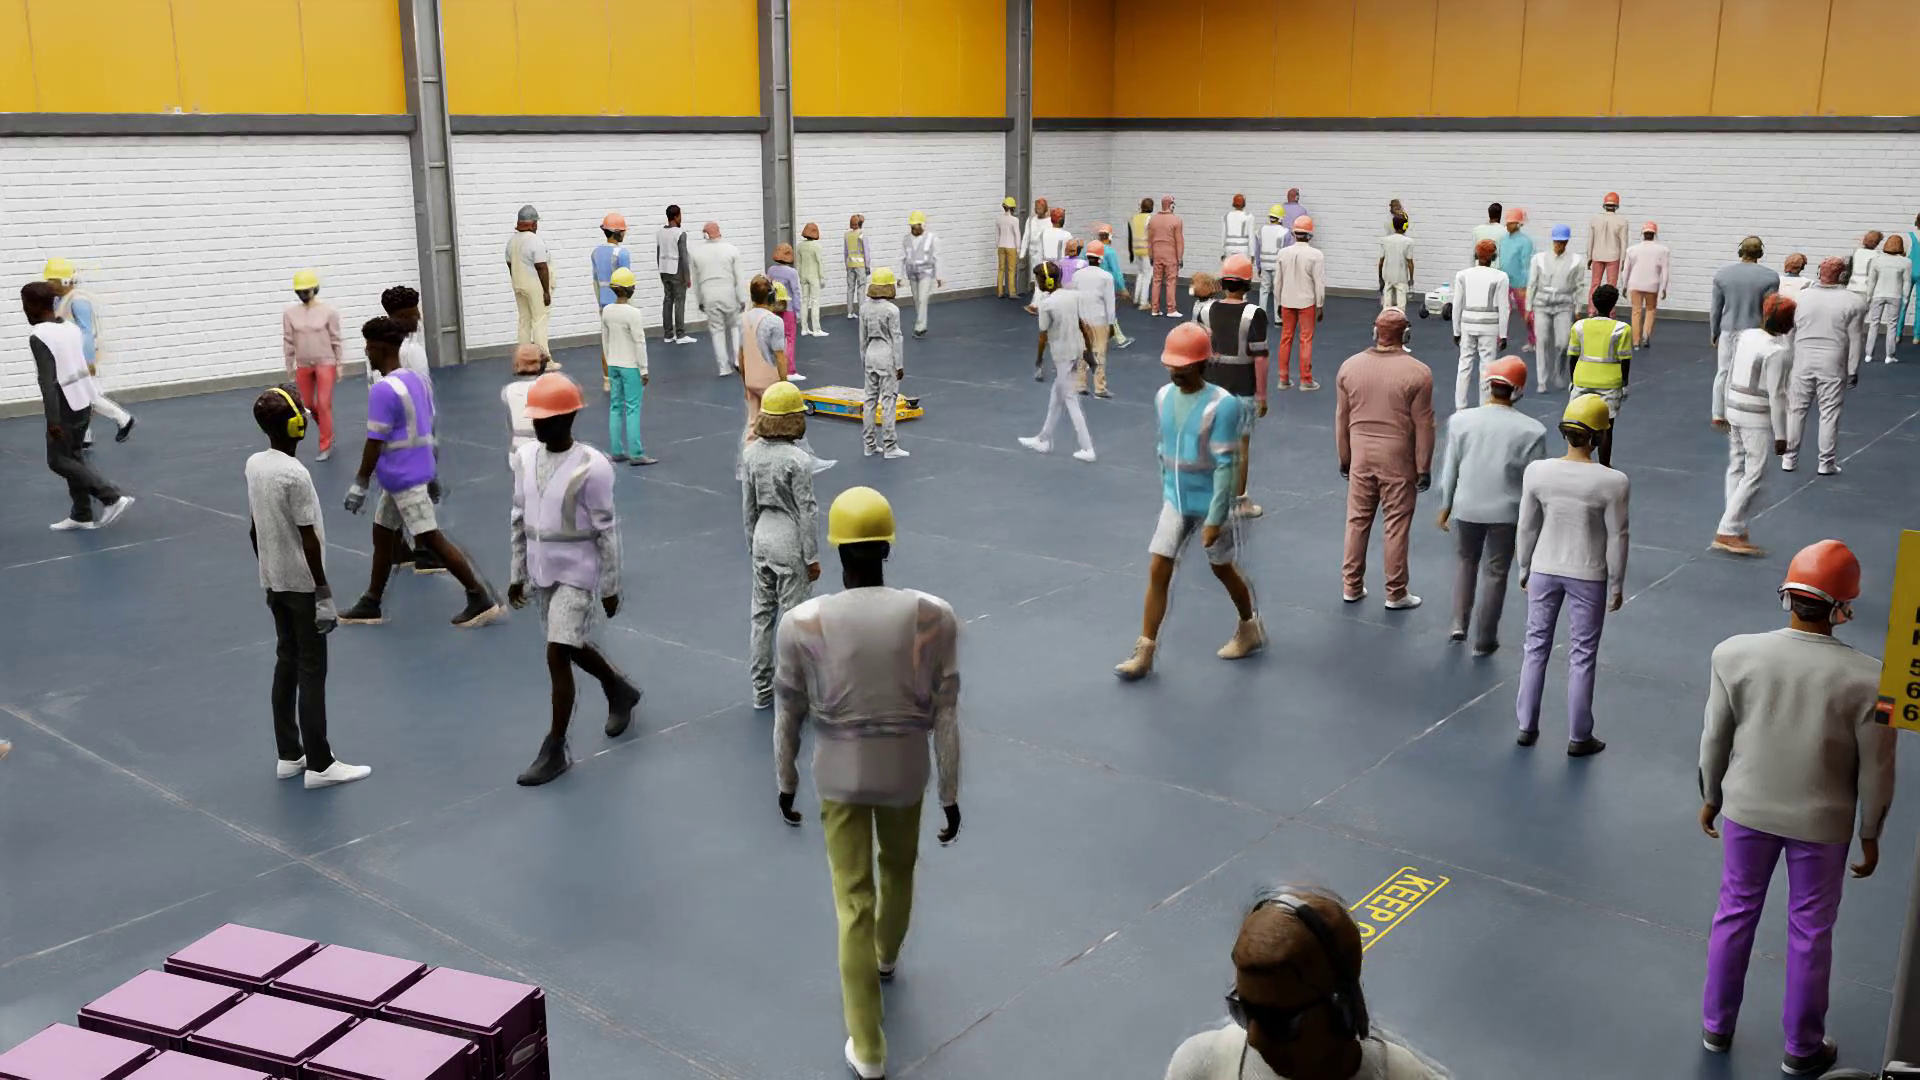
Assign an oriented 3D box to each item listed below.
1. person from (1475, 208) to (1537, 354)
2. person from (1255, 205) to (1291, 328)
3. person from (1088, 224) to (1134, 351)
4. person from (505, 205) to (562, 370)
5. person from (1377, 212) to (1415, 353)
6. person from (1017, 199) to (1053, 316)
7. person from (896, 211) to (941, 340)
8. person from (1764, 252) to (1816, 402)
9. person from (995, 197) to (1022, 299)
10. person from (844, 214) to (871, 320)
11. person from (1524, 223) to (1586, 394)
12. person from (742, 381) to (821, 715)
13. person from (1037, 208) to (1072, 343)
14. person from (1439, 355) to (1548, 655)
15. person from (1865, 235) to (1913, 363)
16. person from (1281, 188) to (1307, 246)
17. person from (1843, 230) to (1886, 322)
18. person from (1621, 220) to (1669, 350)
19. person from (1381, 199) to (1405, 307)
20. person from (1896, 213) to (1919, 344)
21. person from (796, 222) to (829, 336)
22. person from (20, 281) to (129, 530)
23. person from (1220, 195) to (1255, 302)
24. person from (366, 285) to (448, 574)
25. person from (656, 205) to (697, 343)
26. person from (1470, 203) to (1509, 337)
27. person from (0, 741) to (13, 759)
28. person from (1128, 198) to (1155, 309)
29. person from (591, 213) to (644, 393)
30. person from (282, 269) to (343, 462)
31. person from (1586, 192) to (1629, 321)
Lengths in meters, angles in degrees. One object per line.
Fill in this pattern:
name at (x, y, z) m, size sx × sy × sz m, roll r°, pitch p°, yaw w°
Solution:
person at (7.398, -3.440, 22.141) m, size 1.070 × 1.943 × 0.622 m, roll -7°, pitch 16°, yaw -25°
person at (4.738, -4.119, 25.056) m, size 0.599 × 1.832 × 0.404 m, roll 11°, pitch 18°, yaw 38°
person at (1.987, -3.406, 22.479) m, size 0.891 × 1.686 × 0.592 m, roll -6°, pitch 15°, yaw -23°
person at (-5.286, -3.140, 20.721) m, size 0.688 × 2.000 × 0.538 m, roll 11°, pitch 18°, yaw 38°
person at (5.824, -3.427, 22.225) m, size 0.549 × 1.868 × 0.307 m, roll 11°, pitch 18°, yaw 38°
person at (1.235, -4.521, 26.648) m, size 0.577 × 1.833 × 0.970 m, roll 10°, pitch 17°, yaw 35°
person at (-0.628, -3.761, 23.688) m, size 0.618 × 1.795 × 0.855 m, roll 7°, pitch 16°, yaw 25°
person at (9.122, -2.336, 18.322) m, size 0.521 × 1.640 × 0.306 m, roll 11°, pitch 18°, yaw 38°
person at (0.853, -5.102, 29.120) m, size 0.532 × 1.768 × 0.311 m, roll 11°, pitch 18°, yaw 38°
person at (-1.607, -4.273, 26.063) m, size 0.521 × 1.640 × 0.306 m, roll 11°, pitch 18°, yaw 38°
person at (6.719, -2.615, 18.846) m, size 0.627 × 1.934 × 0.432 m, roll 6°, pitch 15°, yaw 22°
person at (-0.900, 0.048, 8.584) m, size 0.492 × 1.744 × 0.295 m, roll 11°, pitch 18°, yaw 38°
person at (1.345, -3.663, 23.131) m, size 0.583 × 1.882 × 0.350 m, roll 11°, pitch 18°, yaw 38°
person at (3.068, -0.193, 9.547) m, size 0.598 × 1.737 × 0.374 m, roll 9°, pitch 17°, yaw 32°
person at (11.902, -3.089, 21.337) m, size 0.506 × 1.636 × 0.278 m, roll 11°, pitch 18°, yaw 38°
person at (5.891, -5.279, 29.542) m, size 0.650 × 1.907 × 0.409 m, roll 11°, pitch 18°, yaw 38°
person at (12.180, -3.364, 22.459) m, size 0.372 × 1.624 × 0.531 m, roll -6°, pitch 15°, yaw -23°
person at (9.323, -3.474, 22.661) m, size 0.596 × 1.731 × 0.554 m, roll 5°, pitch 15°, yaw 20°
person at (7.296, -4.801, 27.864) m, size 0.360 × 1.812 × 0.706 m, roll 13°, pitch 19°, yaw 42°
person at (13.316, -3.649, 23.153) m, size 0.513 × 1.845 × 0.340 m, roll 11°, pitch 18°, yaw 38°
person at (-2.141, -3.763, 24.035) m, size 0.506 × 1.633 × 0.279 m, roll 11°, pitch 18°, yaw 38°
person at (-6.606, -0.983, 12.399) m, size 0.536 × 1.895 × 0.624 m, roll -1°, pitch 14°, yaw -4°
person at (4.643, -4.814, 27.797) m, size 0.631 × 1.865 × 0.342 m, roll 7°, pitch 16°, yaw 27°
person at (-3.750, -0.747, 11.308) m, size 0.612 × 1.965 × 0.362 m, roll 11°, pitch 18°, yaw 38°
person at (-3.998, -3.715, 23.268) m, size 0.596 × 1.918 × 0.386 m, roll 11°, pitch 18°, yaw 38°
person at (7.596, -3.856, 23.835) m, size 0.596 × 1.916 × 0.386 m, roll 11°, pitch 18°, yaw 38°
person at (-4.946, 0.248, 7.389) m, size 1.038 × 1.933 × 0.657 m, roll -4°, pitch 14°, yaw -14°
person at (3.113, -4.749, 27.605) m, size 0.622 × 1.826 × 0.502 m, roll 14°, pitch 19°, yaw 43°
person at (-3.873, -2.662, 18.807) m, size 0.614 × 2.043 × 0.374 m, roll 11°, pitch 18°, yaw 38°
person at (-5.890, -1.615, 15.238) m, size 0.525 × 1.747 × 0.618 m, roll 0°, pitch 14°, yaw -1°
person at (9.944, -4.329, 25.560) m, size 0.621 × 1.997 × 0.372 m, roll 11°, pitch 18°, yaw 38°
